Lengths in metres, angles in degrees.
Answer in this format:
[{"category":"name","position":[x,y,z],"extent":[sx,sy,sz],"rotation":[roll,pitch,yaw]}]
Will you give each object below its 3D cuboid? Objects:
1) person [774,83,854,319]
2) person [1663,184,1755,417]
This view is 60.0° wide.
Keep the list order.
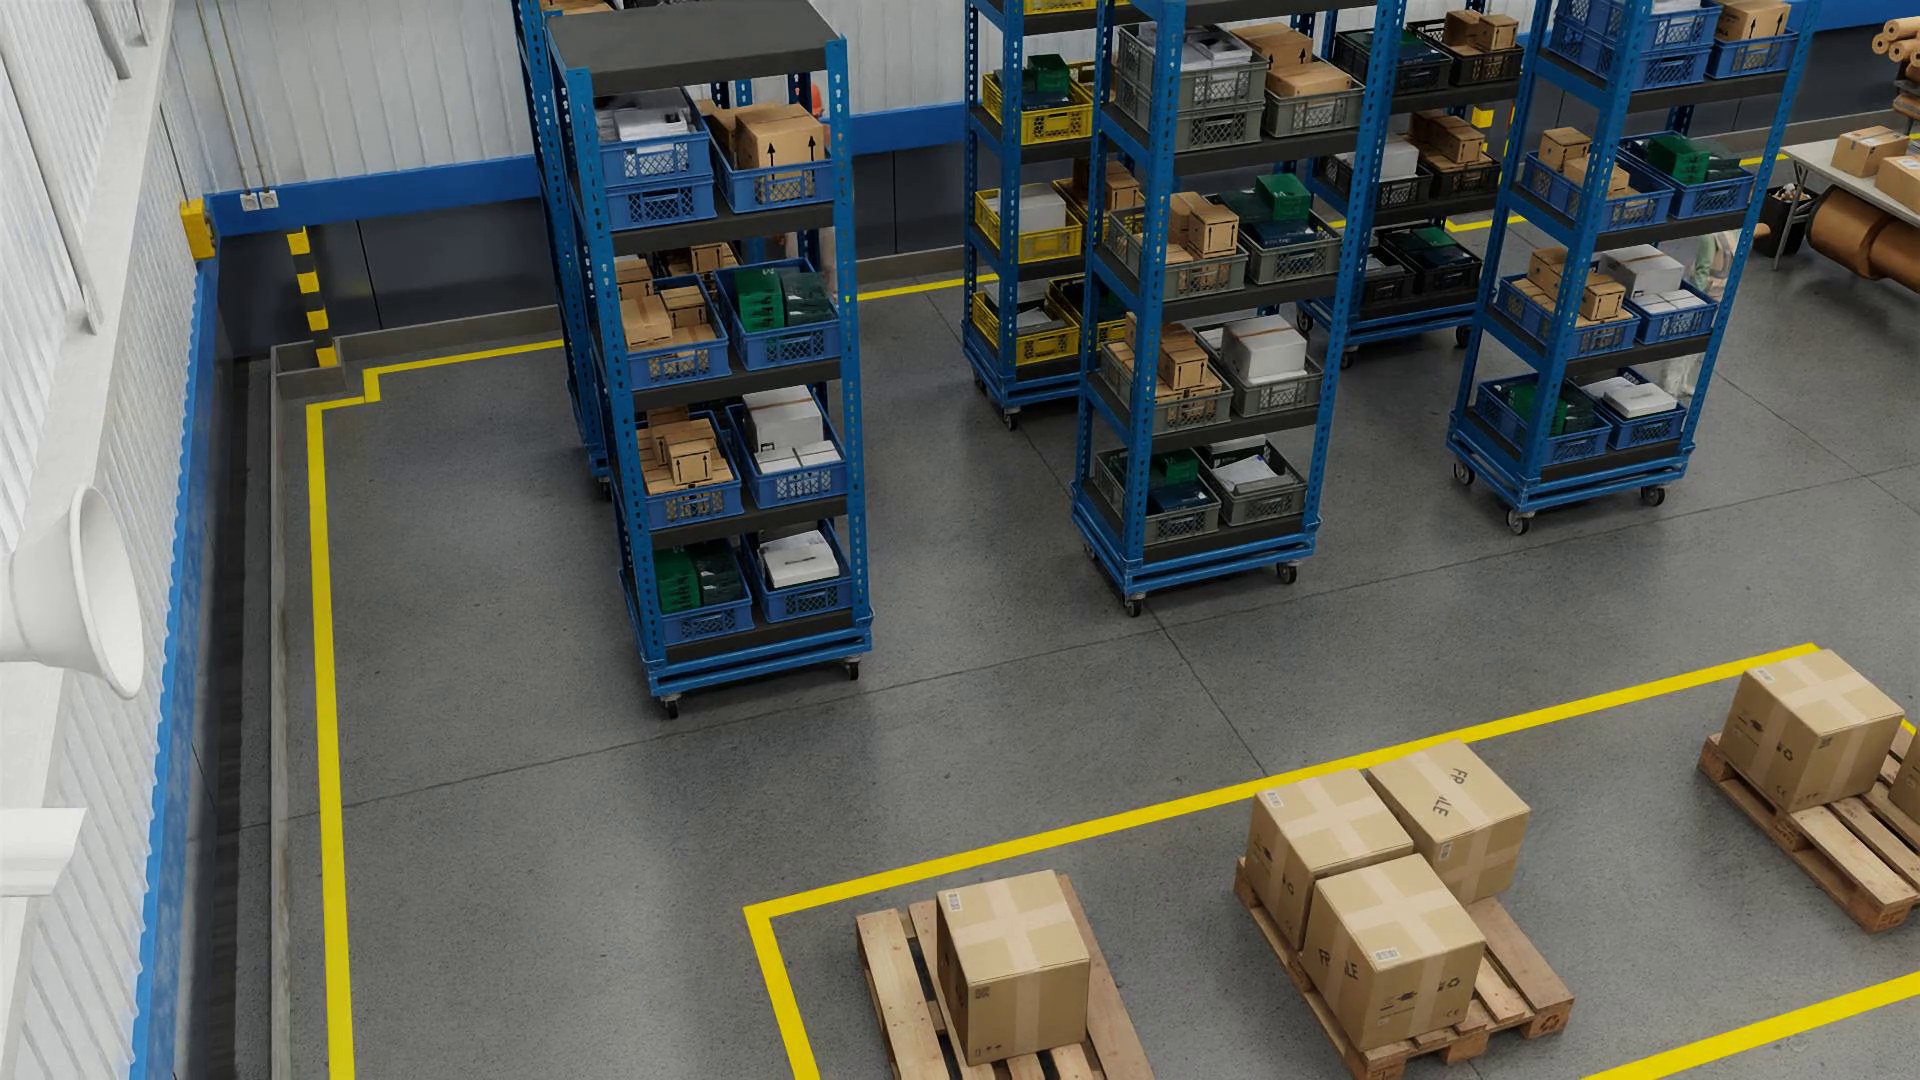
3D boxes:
[{"category":"person","position":[-1.050,-2.297,11.818],"extent":[0.613,1.986,0.408],"rotation":[-7,36,-10]},{"category":"person","position":[5.041,-1.638,11.194],"extent":[0.537,1.639,0.419],"rotation":[-30,45,-35]}]
